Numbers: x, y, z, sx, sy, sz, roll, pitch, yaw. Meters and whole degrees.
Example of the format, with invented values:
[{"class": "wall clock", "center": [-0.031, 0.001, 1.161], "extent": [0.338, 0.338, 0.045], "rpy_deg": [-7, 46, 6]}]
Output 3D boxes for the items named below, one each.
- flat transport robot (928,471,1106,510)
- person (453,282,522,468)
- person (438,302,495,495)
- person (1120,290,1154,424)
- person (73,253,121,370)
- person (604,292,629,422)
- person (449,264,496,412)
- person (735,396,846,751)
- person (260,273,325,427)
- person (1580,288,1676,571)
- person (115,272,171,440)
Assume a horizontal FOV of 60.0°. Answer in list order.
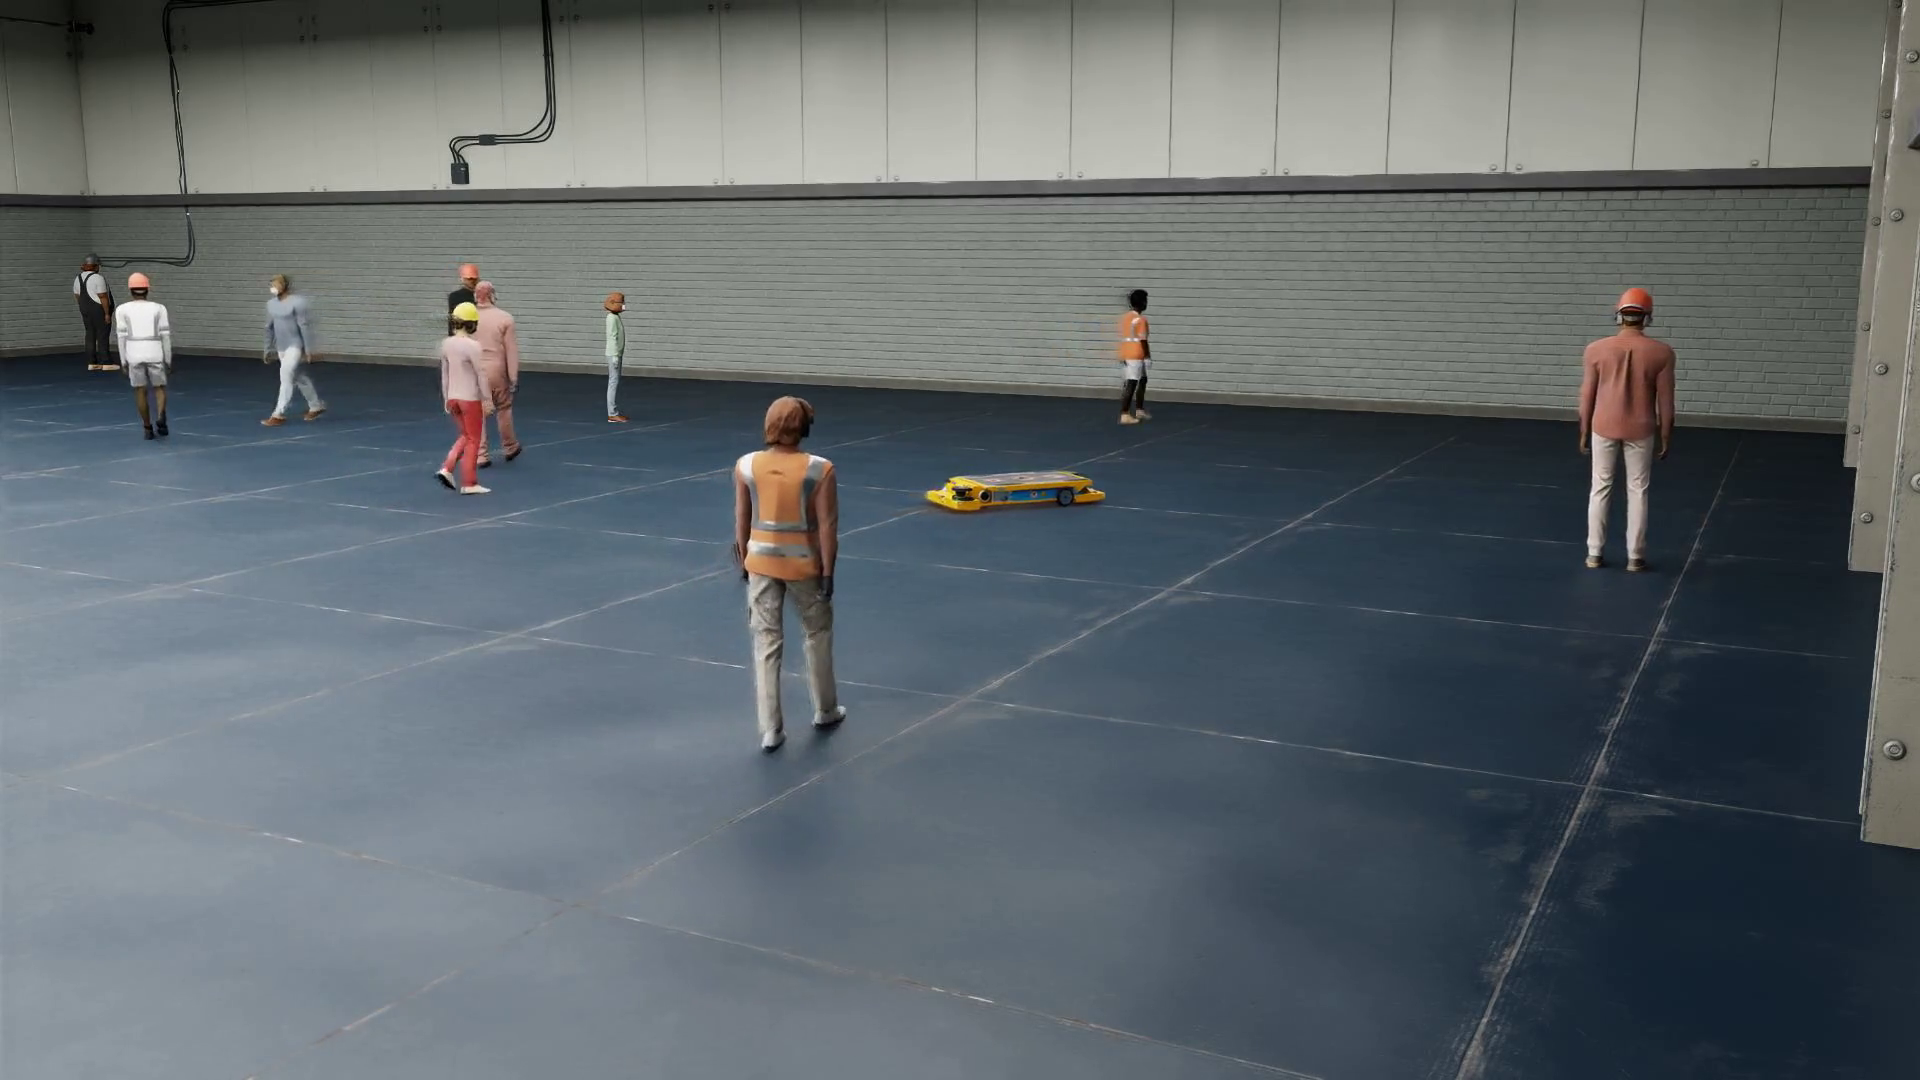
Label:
[{"class": "flat transport robot", "center": [0.500, -0.446, 14.605], "extent": [1.431, 0.197, 0.652], "rpy_deg": [-5, 11, -23]}, {"class": "person", "center": [-4.819, -1.703, 17.089], "extent": [0.674, 1.863, 0.932], "rpy_deg": [0, 10, -1]}, {"class": "person", "center": [-4.470, -1.272, 15.074], "extent": [0.530, 1.752, 0.385], "rpy_deg": [9, 14, 40]}, {"class": "person", "center": [2.276, -2.278, 20.749], "extent": [0.632, 1.670, 0.549], "rpy_deg": [-3, 11, -15]}, {"class": "person", "center": [-15.081, -3.990, 29.103], "extent": [0.679, 2.000, 0.537], "rpy_deg": [4, 11, 23]}, {"class": "person", "center": [-4.350, -2.311, 21.055], "extent": [0.266, 1.631, 0.507], "rpy_deg": [-1, 10, -7]}, {"class": "person", "center": [-6.428, -2.658, 22.026], "extent": [0.655, 1.965, 0.790], "rpy_deg": [-6, 12, -28]}, {"class": "person", "center": [-0.786, 0.135, 7.771], "extent": [0.530, 1.612, 0.721], "rpy_deg": [2, 11, 11]}, {"class": "person", "center": [-8.380, -2.386, 20.811], "extent": [0.650, 1.887, 1.032], "rpy_deg": [6, 12, 30]}, {"class": "person", "center": [4.684, -0.767, 11.692], "extent": [0.621, 1.984, 0.407], "rpy_deg": [5, 11, 25]}, {"class": "person", "center": [-9.385, -2.108, 19.151], "extent": [0.542, 1.925, 0.465], "rpy_deg": [-5, 12, -27]}]
